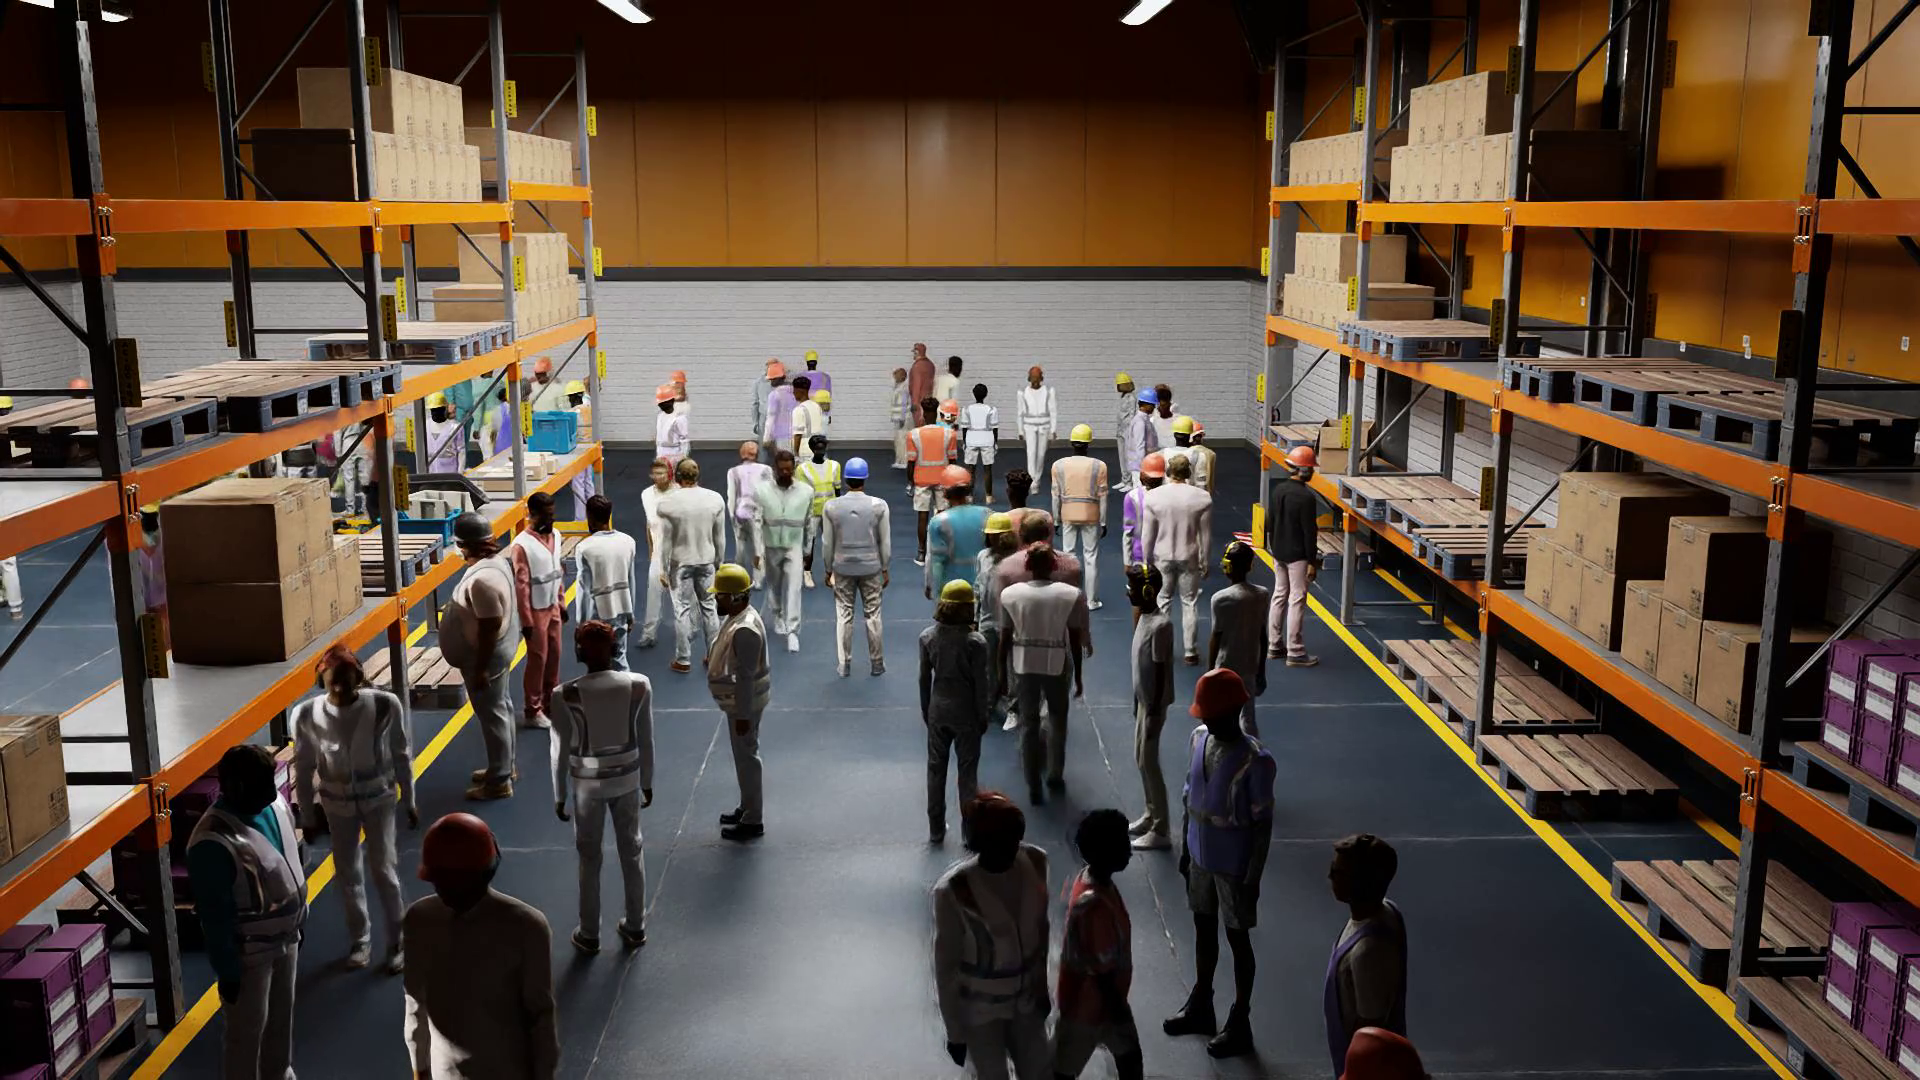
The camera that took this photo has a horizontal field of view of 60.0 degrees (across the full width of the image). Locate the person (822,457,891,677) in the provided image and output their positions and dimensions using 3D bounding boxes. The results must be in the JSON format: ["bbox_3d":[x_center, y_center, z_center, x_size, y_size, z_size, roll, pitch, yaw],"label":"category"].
[{"bbox_3d":[-0.909,0.244,14.641,0.605,1.948,0.403,0,11,0],"label":"person"}]

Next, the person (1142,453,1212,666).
[{"bbox_3d":[1.947,0.182,14.978,0.635,1.937,0.352,0,11,2],"label":"person"}]

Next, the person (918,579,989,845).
[{"bbox_3d":[-0.027,1.113,10.823,0.487,1.735,0.322,5,13,26],"label":"person"}]

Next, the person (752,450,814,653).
[{"bbox_3d":[-1.673,0.058,15.777,0.590,1.882,0.975,-1,11,-7],"label":"person"}]

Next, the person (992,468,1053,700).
[{"bbox_3d":[0.500,0.374,13.940,0.600,1.967,0.368,-6,13,-27],"label":"person"}]

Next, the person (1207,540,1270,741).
[{"bbox_3d":[1.902,0.924,11.462,0.500,1.860,0.312,-7,13,-32],"label":"person"}]

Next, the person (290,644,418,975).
[{"bbox_3d":[-3.235,1.436,8.922,0.606,1.856,0.509,-2,12,-12],"label":"person"}]

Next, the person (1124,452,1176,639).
[{"bbox_3d":[1.766,0.151,15.171,0.549,1.927,0.393,-1,11,-3],"label":"person"}]

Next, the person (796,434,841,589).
[{"bbox_3d":[-1.531,-0.311,18.078,0.535,1.691,0.318,-6,13,-26],"label":"person"}]

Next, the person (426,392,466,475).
[{"bbox_3d":[-6.240,-0.822,20.041,0.585,1.927,0.366,2,11,9],"label":"person"}]

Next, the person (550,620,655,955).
[{"bbox_3d":[-1.965,1.364,9.209,0.576,1.880,0.352,-6,13,-26],"label":"person"}]

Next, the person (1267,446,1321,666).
[{"bbox_3d":[3.040,0.139,15.055,0.399,1.989,0.622,-5,12,-24],"label":"person"}]

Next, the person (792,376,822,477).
[{"bbox_3d":[-2.007,-1.160,21.671,0.377,1.956,0.604,5,12,22],"label":"person"}]

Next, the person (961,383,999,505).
[{"bbox_3d":[0.282,-1.334,23.179,0.541,1.700,0.316,2,11,9],"label":"person"}]

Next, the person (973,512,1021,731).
[{"bbox_3d":[0.308,0.639,13.176,0.485,1.744,0.294,7,13,32],"label":"person"}]

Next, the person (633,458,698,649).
[{"bbox_3d":[-2.752,0.133,15.564,0.584,1.804,0.908,4,12,19],"label":"person"}]

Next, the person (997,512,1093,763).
[{"bbox_3d":[0.619,0.735,12.314,0.694,1.900,0.650,3,12,14],"label":"person"}]

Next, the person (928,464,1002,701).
[{"bbox_3d":[0.056,0.387,13.773,0.639,2.017,0.792,-4,12,-21],"label":"person"}]

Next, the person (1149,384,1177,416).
[{"bbox_3d":[2.825,-1.422,23.838,0.786,1.600,0.539,-11,15,-43],"label":"person"}]

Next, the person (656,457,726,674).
[{"bbox_3d":[-2.384,0.225,14.792,0.632,1.931,0.360,-6,13,-26],"label":"person"}]

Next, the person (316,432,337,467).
[{"bbox_3d":[-10.015,-2.119,26.427,0.455,1.980,0.619,-6,13,-29],"label":"person"}]

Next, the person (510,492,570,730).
[{"bbox_3d":[-3.338,0.553,13.207,0.386,1.906,0.601,3,12,17],"label":"person"}]

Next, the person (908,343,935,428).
[{"bbox_3d":[-0.662,-2.310,27.552,0.403,1.906,0.651,5,12,24],"label":"person"}]

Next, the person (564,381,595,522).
[{"bbox_3d":[-4.911,-1.100,21.480,0.398,1.911,0.594,4,12,18],"label":"person"}]

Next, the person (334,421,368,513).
[{"bbox_3d":[-8.187,-1.190,22.365,0.321,1.737,0.485,8,14,36],"label":"person"}]

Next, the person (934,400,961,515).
[{"bbox_3d":[-0.165,-0.890,20.858,0.355,1.737,0.578,-3,12,-15],"label":"person"}]

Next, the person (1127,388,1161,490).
[{"bbox_3d":[2.243,-0.894,20.364,0.399,1.942,0.603,1,11,7],"label":"person"}]

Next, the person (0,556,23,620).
[{"bbox_3d":[-9.657,-0.099,16.545,0.585,1.878,0.362,-9,14,-37],"label":"person"}]

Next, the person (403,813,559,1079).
[{"bbox_3d":[-1.761,1.935,6.080,0.618,1.986,0.408,3,12,15],"label":"person"}]

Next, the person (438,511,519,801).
[{"bbox_3d":[-3.365,0.795,11.646,0.536,2.000,0.688,-2,11,-8],"label":"person"}]

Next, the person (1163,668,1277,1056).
[{"bbox_3d":[1.264,1.553,8.129,0.371,1.928,0.543,-8,14,-36],"label":"person"}]

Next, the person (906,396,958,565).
[{"bbox_3d":[-0.328,-0.678,19.227,0.603,1.962,0.367,-2,11,-8],"label":"person"}]
